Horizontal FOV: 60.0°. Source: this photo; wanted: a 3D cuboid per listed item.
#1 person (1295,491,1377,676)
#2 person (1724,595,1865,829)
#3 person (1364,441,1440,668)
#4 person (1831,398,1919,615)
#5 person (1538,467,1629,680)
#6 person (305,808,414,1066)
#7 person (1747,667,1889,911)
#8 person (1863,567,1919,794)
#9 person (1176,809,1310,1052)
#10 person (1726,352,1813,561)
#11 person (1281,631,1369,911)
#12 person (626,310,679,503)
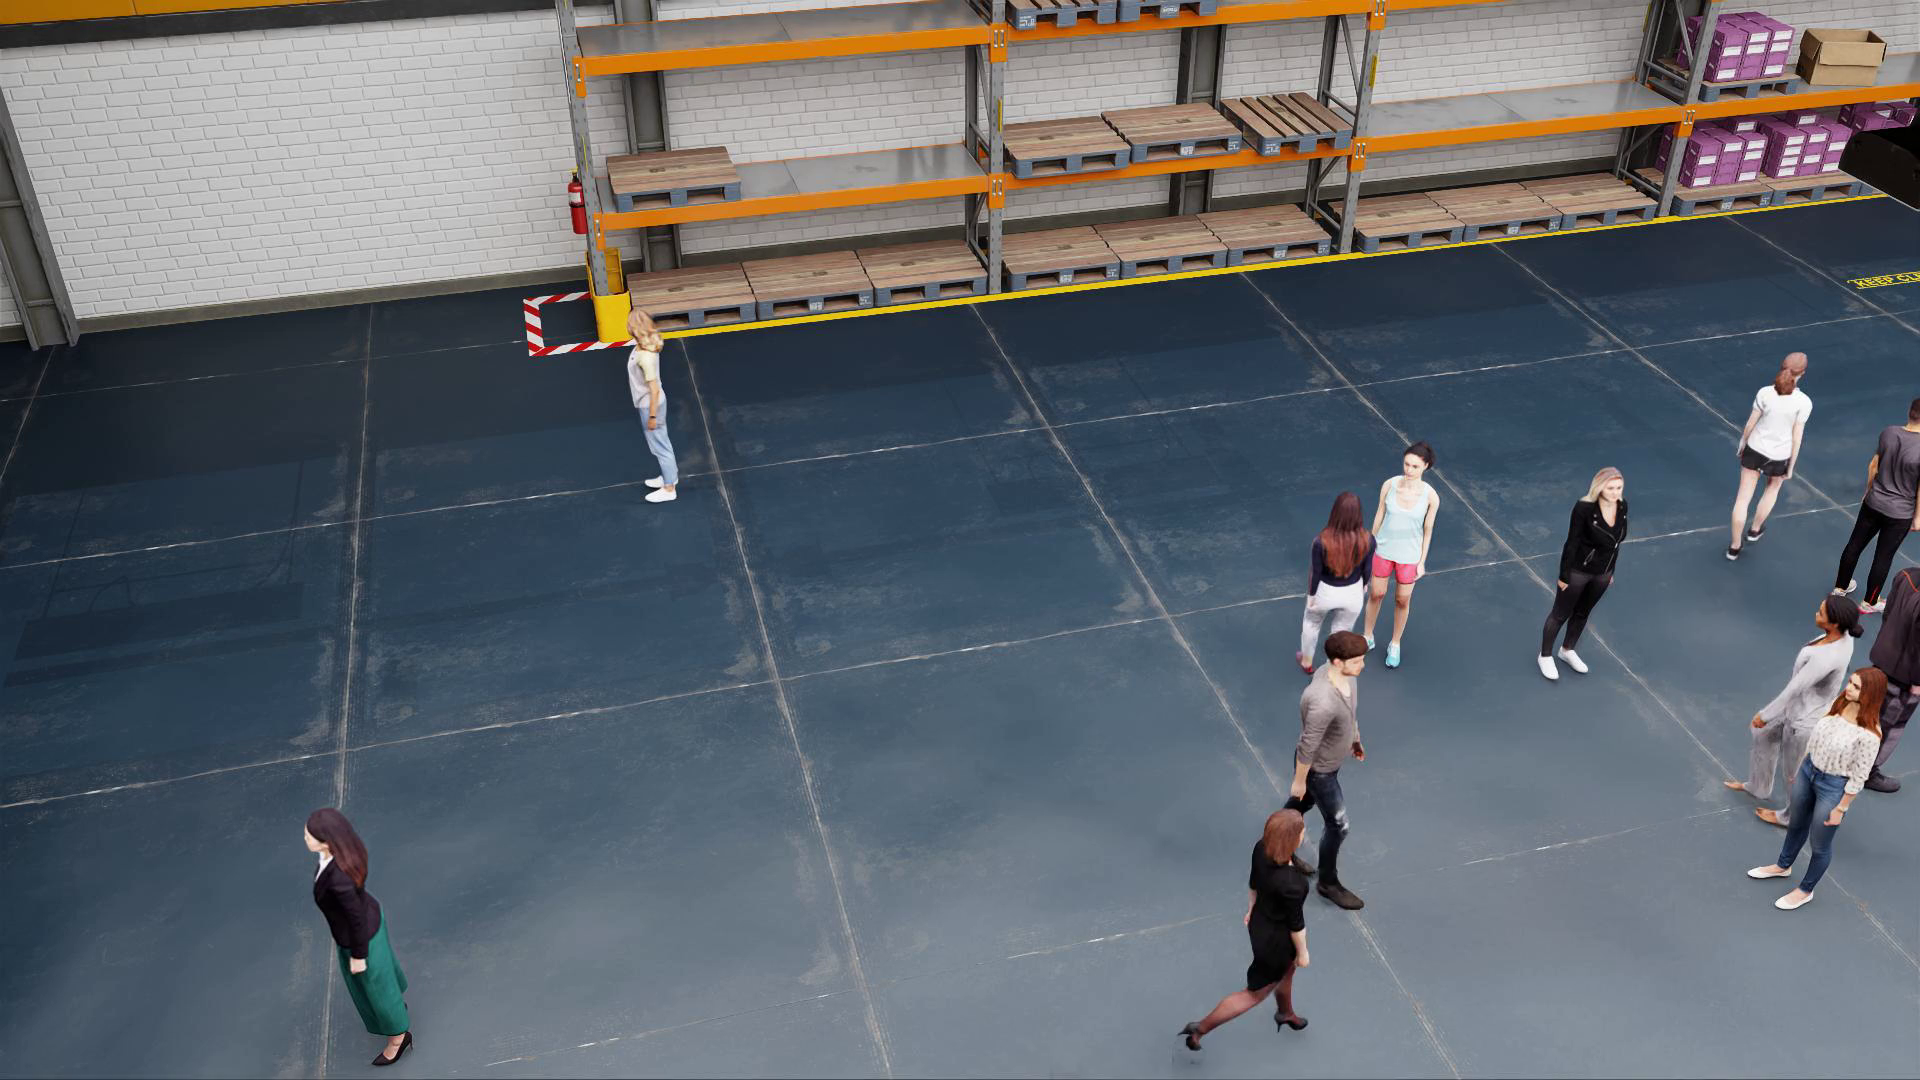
[{"bbox_3d":[2.613,0.406,11.472,0.715,1.597,0.778,3,34,4],"label":"person"},{"bbox_3d":[5.327,1.116,10.296,0.900,1.717,0.844,20,39,28],"label":"person"},{"bbox_3d":[3.098,0.104,11.775,0.696,1.765,0.761,15,37,22],"label":"person"},{"bbox_3d":[6.884,-0.261,12.326,0.631,1.761,0.682,-17,37,-24],"label":"person"},{"bbox_3d":[4.392,0.215,11.679,0.466,1.685,0.670,-9,35,-14],"label":"person"},{"bbox_3d":[-3.179,2.085,8.817,0.534,1.740,0.637,-11,35,-15],"label":"person"},{"bbox_3d":[5.109,1.439,9.799,0.512,1.728,0.580,-7,34,-10],"label":"person"},{"bbox_3d":[6.057,0.774,10.683,0.728,1.857,0.787,1,34,2],"label":"person"},{"bbox_3d":[1.574,2.137,8.799,1.033,1.672,0.620,-6,34,-10],"label":"person"},{"bbox_3d":[6.221,-0.606,12.869,0.856,1.735,0.930,20,38,27],"label":"person"},{"bbox_3d":[2.057,1.288,9.886,1.047,1.883,0.967,13,36,19],"label":"person"},{"bbox_3d":[-2.515,-1.099,13.623,0.560,1.723,0.646,-5,34,-7],"label":"person"}]
